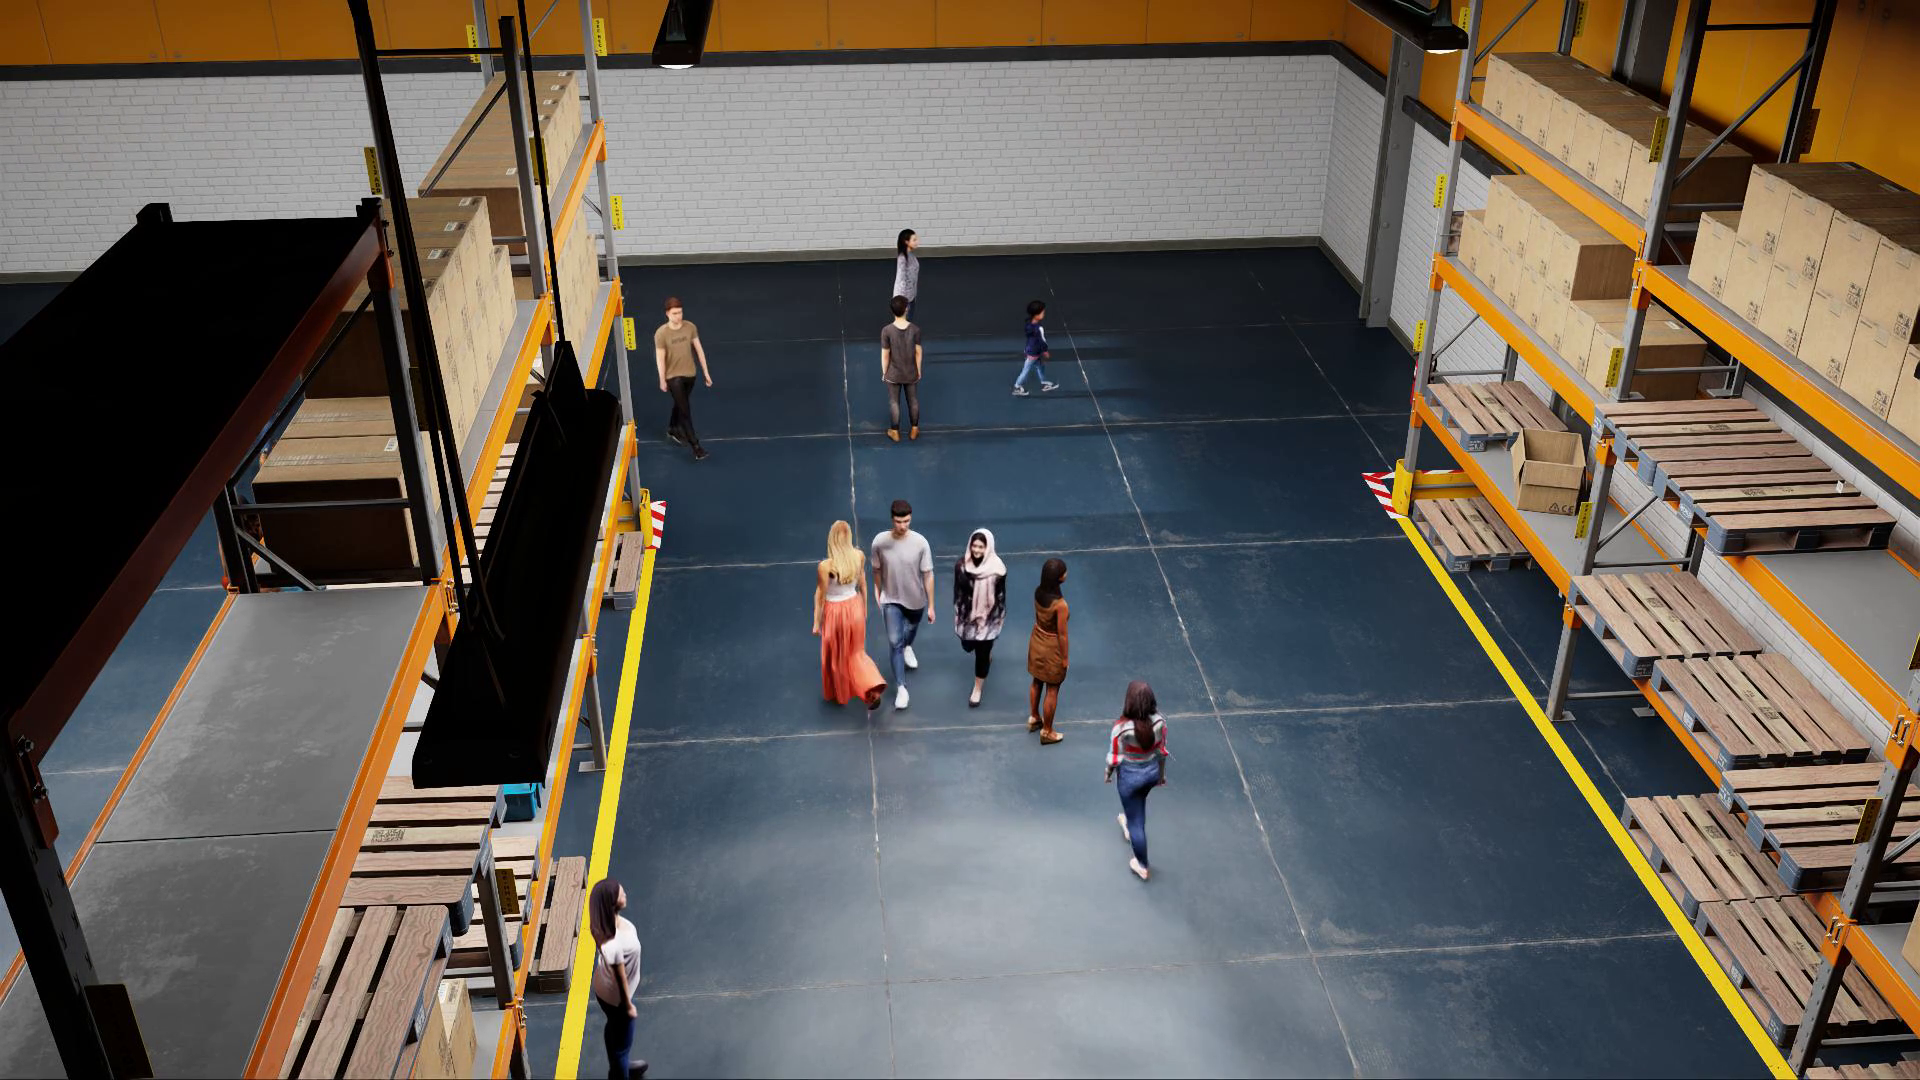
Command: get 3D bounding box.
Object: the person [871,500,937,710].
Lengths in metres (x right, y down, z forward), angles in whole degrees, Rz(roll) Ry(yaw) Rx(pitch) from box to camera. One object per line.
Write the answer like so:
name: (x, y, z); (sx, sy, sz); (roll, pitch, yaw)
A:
person: (-0.491, 0.442, 14.367); (0.665, 1.845, 1.180); (-3, 29, -5)

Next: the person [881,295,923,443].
person: (-0.659, -1.940, 18.872); (0.622, 1.714, 0.555); (-4, 29, -8)

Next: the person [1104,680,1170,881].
person: (1.345, 1.785, 12.178); (0.793, 1.586, 0.993); (-11, 31, -20)

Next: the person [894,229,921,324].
person: (-0.686, -3.082, 20.951); (0.725, 1.729, 0.574); (6, 29, 11)

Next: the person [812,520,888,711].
person: (-0.914, 0.700, 13.956); (0.974, 1.787, 1.088); (-24, 37, -37)

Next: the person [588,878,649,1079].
person: (-2.125, 2.787, 10.239); (0.713, 1.682, 0.557); (-10, 30, -18)

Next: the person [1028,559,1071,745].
person: (0.729, 0.905, 13.685); (0.694, 1.686, 0.585); (-16, 32, -27)

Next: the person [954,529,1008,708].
person: (0.195, 0.604, 14.307); (0.847, 1.619, 1.028); (8, 30, 15)

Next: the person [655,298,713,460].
person: (-3.160, -1.850, 18.611); (1.130, 1.805, 1.317); (-21, 35, -33)

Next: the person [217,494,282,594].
person: (-6.200, 0.369, 14.634); (0.751, 1.719, 0.713); (-12, 31, -21)

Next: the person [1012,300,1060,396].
person: (0.836, -2.283, 20.047); (0.617, 1.191, 0.770); (-6, 29, -11)
